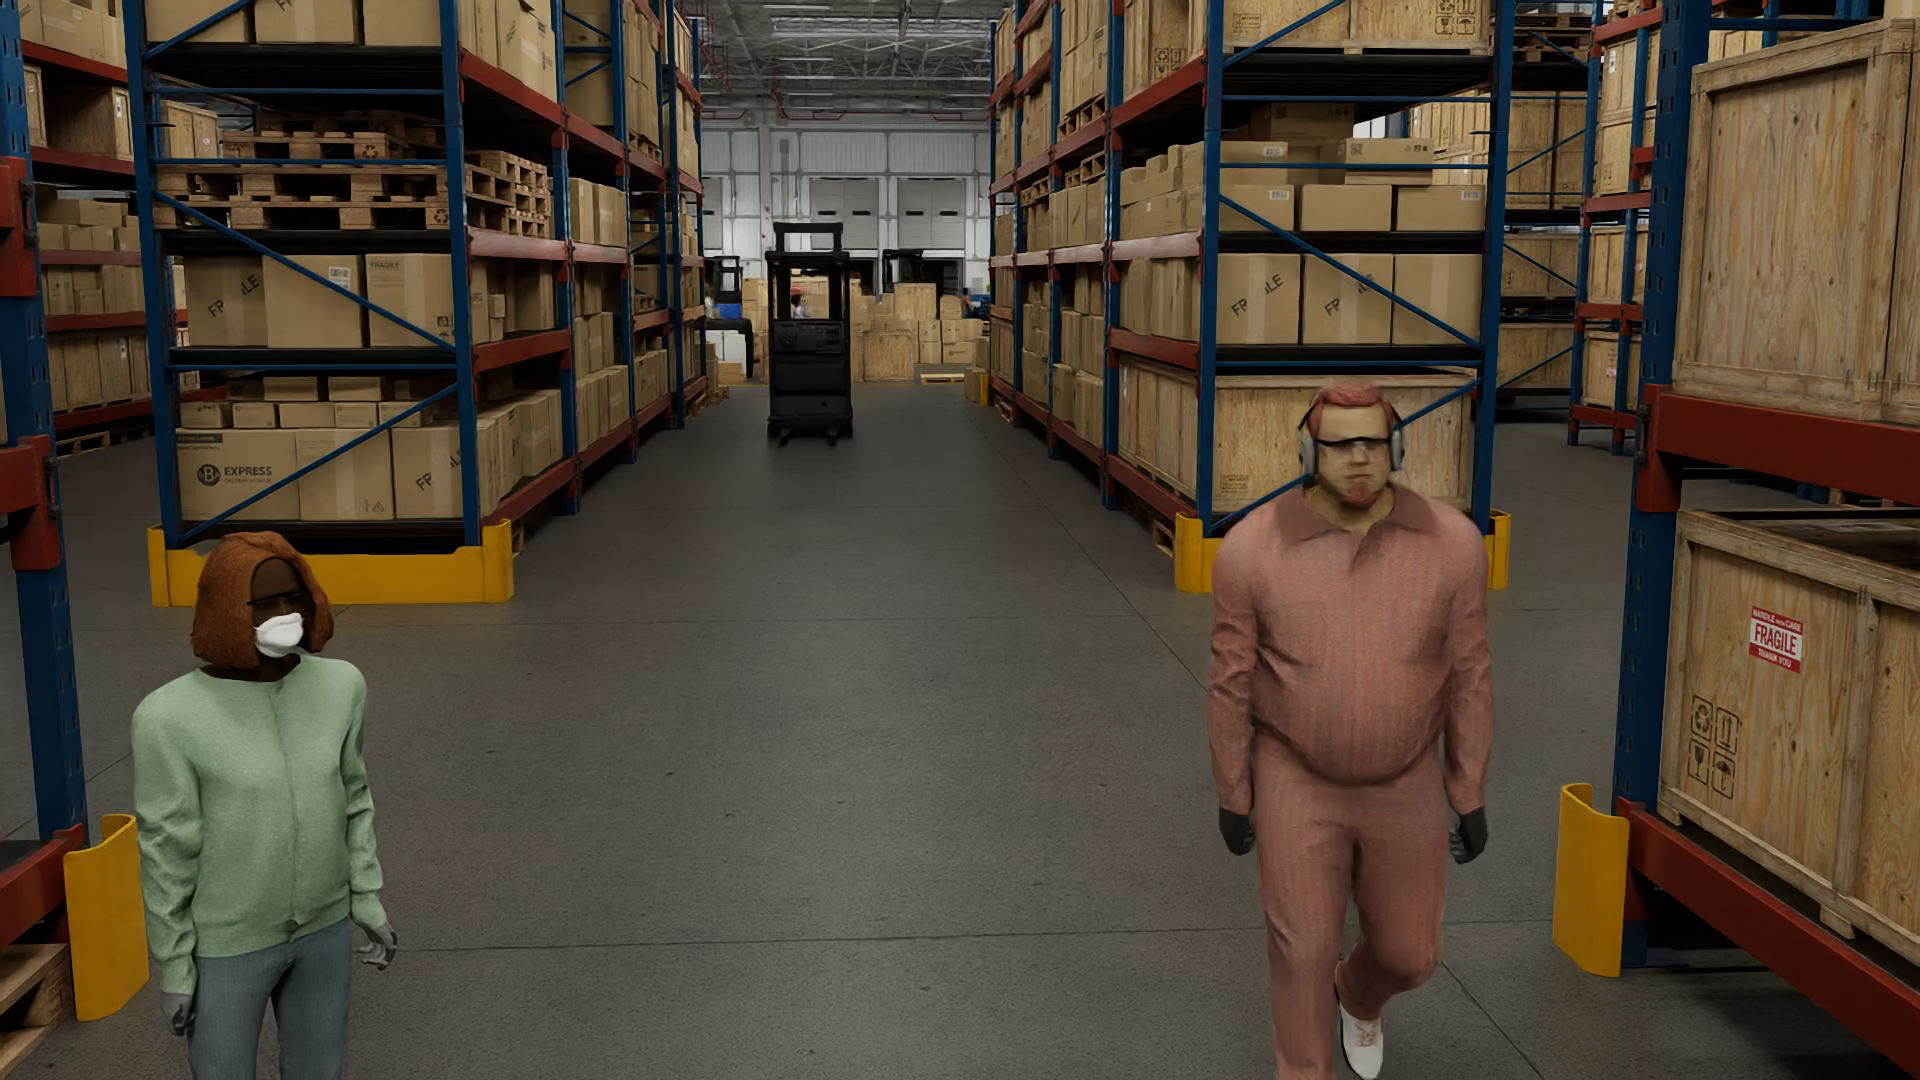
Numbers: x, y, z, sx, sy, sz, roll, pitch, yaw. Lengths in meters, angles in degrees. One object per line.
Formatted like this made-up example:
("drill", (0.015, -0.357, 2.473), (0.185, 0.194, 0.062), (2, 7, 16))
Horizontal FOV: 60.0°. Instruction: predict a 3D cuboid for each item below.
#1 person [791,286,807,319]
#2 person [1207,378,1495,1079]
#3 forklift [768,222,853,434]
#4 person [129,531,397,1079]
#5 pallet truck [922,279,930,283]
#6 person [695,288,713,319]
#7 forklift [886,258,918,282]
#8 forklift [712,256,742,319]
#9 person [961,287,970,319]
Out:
("person", (-3.157, -3.821, 31.372), (0.925, 1.893, 0.573), (0, 9, -1))
("person", (0.906, 0.556, 3.928), (0.656, 1.891, 0.671), (1, 9, 3))
("forklift", (-2.034, -2.903, 22.556), (1.129, 2.768, 1.873), (-1, 9, -4))
("person", (-1.348, 0.789, 3.276), (0.279, 1.634, 0.499), (6, 11, 34))
("pallet truck", (-0.932, -8.922, 63.114), (1.885, 1.965, 0.823), (2, 9, 13))
("person", (-5.540, -4.572, 36.182), (1.033, 1.892, 0.647), (-3, 10, -20))
("forklift", (-1.592, -6.593, 45.730), (1.129, 2.768, 1.873), (-1, 9, -4))
("forklift", (-8.488, -8.990, 60.777), (1.129, 2.768, 1.873), (-1, 9, -4))
("person", (0.252, -8.315, 60.300), (0.538, 1.682, 0.535), (-1, 9, -9))
